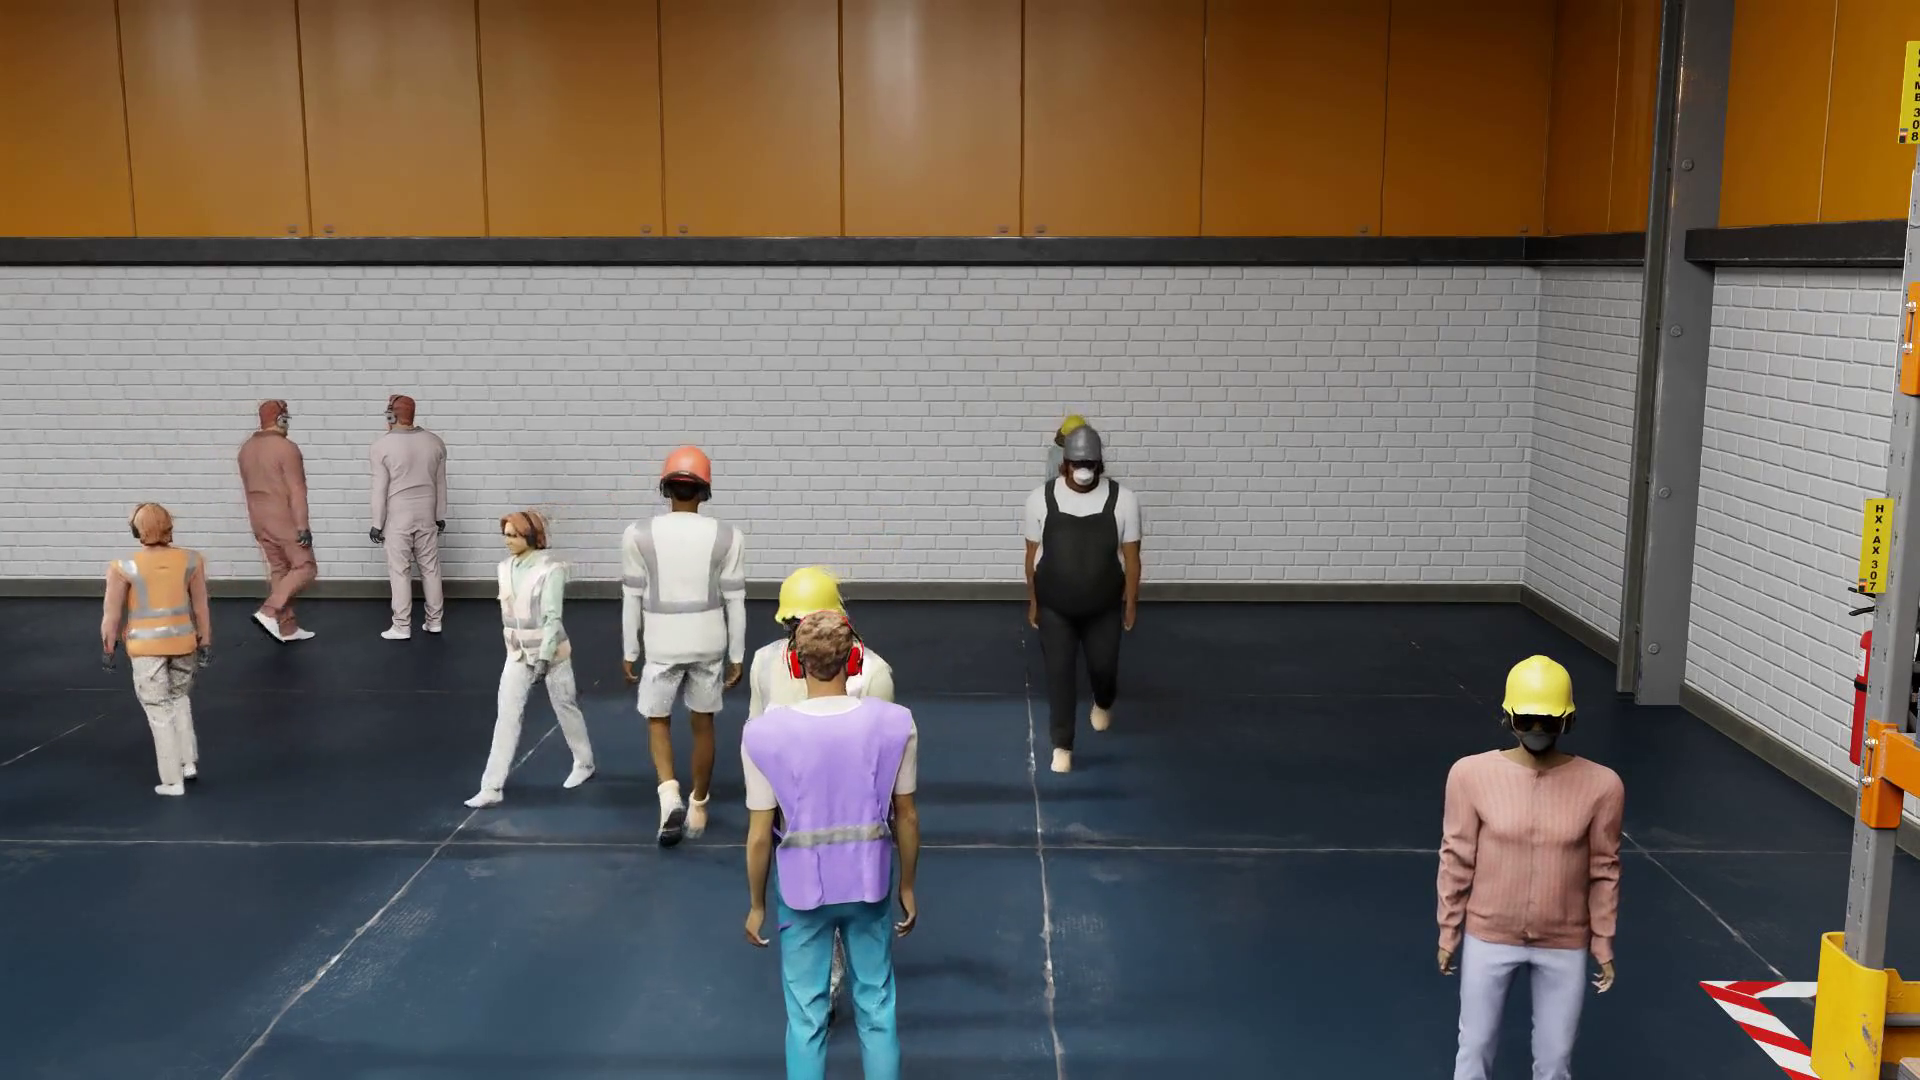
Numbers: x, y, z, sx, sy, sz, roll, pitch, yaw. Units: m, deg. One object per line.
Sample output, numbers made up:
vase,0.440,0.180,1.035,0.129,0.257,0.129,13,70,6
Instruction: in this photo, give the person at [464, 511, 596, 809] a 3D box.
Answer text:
person,-2.320,0.631,9.037,0.513,1.594,0.851,5,11,28

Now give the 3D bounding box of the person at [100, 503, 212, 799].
person,-4.416,0.601,9.119,0.528,1.621,0.527,8,12,39

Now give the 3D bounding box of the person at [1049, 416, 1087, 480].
person,0.838,-0.160,13.465,0.379,1.701,0.582,-4,10,-22

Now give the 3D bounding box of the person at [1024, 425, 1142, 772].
person,0.716,0.281,9.787,0.691,2.000,0.793,1,10,5

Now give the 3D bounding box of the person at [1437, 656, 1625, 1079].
person,1.715,1.211,5.038,0.533,1.767,0.312,2,10,13

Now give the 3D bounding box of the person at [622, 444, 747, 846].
person,-1.367,0.539,8.277,0.629,2.028,0.687,-2,10,-11

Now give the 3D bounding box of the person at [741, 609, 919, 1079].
person,-0.403,1.136,5.277,0.564,1.837,0.388,-2,10,-14

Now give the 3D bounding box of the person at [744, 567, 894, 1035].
person,-0.520,0.962,6.447,0.627,1.801,0.756,3,10,20

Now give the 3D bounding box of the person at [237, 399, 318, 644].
person,-5.211,-0.121,12.665,0.673,1.885,0.505,6,11,33

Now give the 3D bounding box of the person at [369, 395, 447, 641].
person,-4.298,-0.175,12.926,0.409,1.906,0.651,8,12,40
